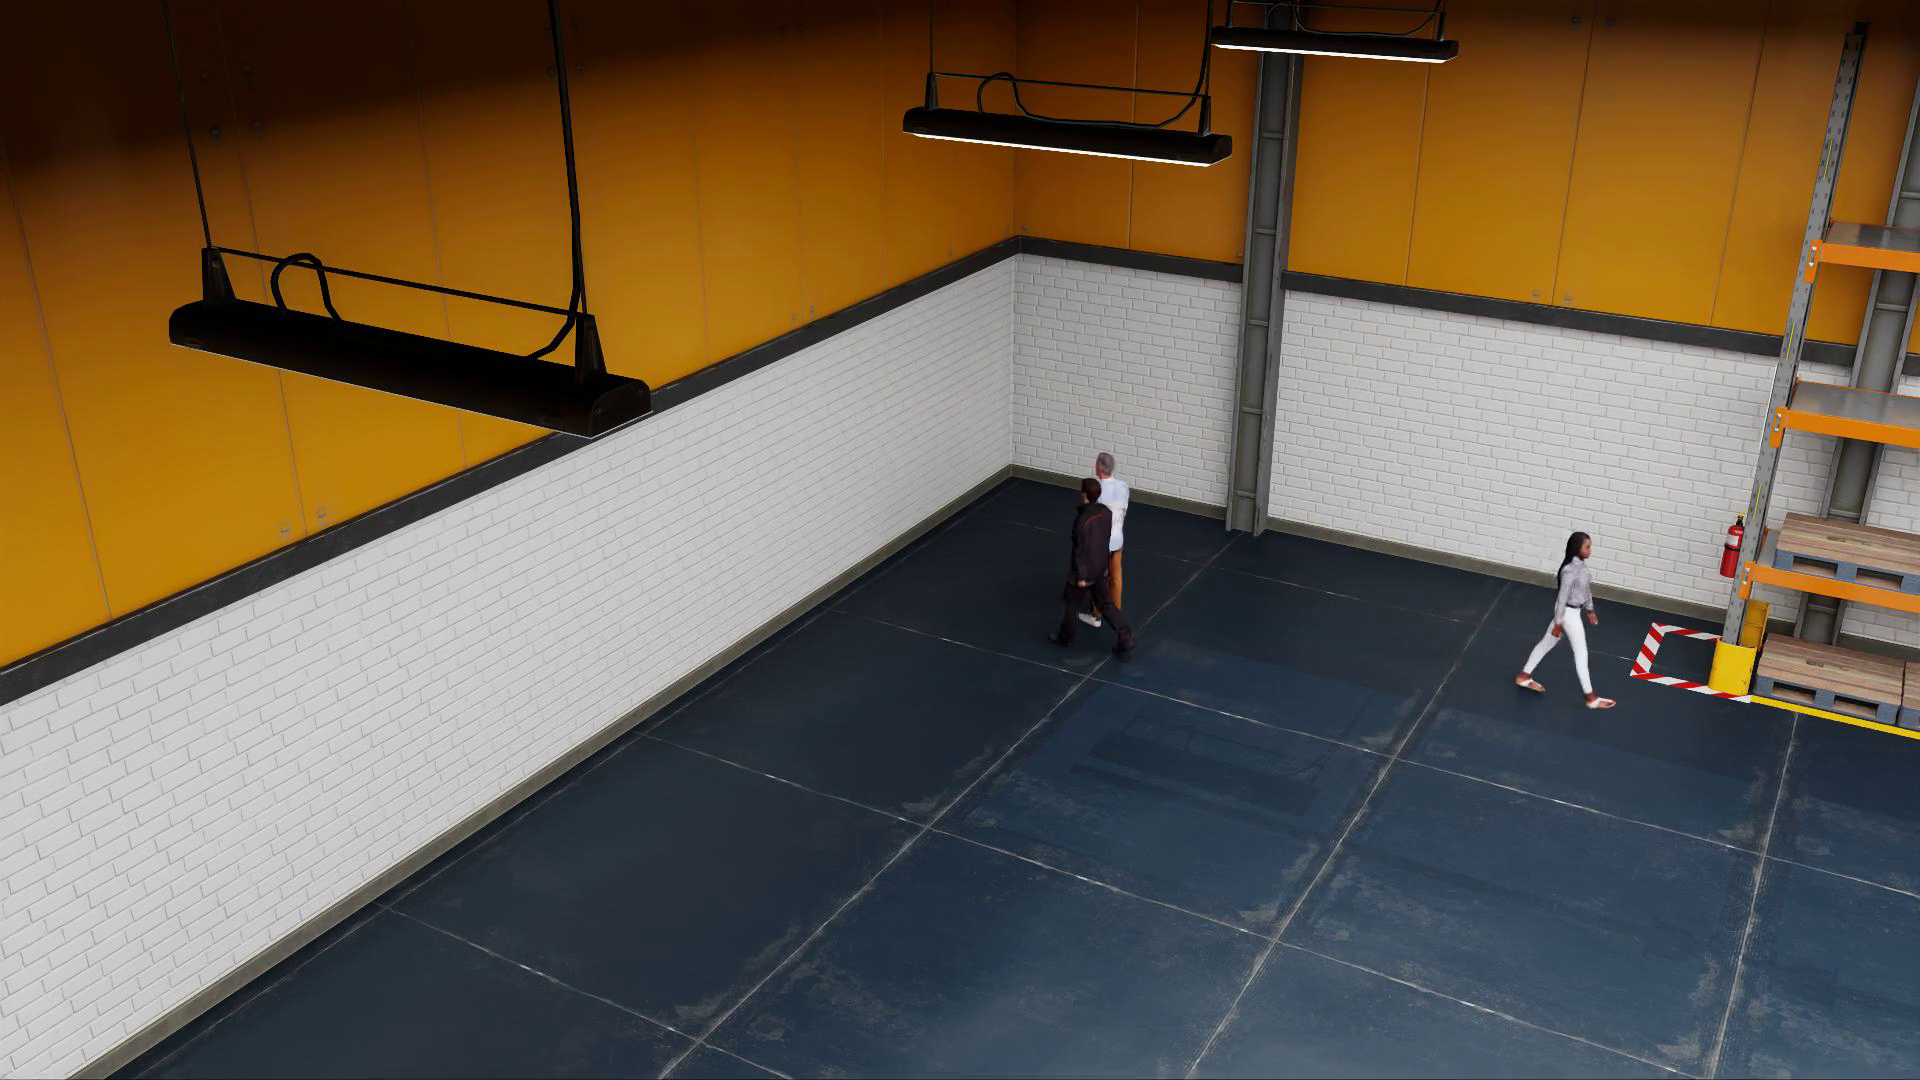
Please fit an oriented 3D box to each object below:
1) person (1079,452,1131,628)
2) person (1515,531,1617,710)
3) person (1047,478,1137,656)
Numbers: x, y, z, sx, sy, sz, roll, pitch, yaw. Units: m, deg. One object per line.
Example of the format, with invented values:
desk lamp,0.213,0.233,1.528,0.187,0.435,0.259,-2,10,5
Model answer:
person,1.467,-0.013,16.803,0.767,1.828,0.745,-15,28,-30
person,5.521,0.708,15.344,1.149,1.675,0.640,14,27,30
person,1.341,0.308,16.104,1.215,1.800,0.839,19,30,36
